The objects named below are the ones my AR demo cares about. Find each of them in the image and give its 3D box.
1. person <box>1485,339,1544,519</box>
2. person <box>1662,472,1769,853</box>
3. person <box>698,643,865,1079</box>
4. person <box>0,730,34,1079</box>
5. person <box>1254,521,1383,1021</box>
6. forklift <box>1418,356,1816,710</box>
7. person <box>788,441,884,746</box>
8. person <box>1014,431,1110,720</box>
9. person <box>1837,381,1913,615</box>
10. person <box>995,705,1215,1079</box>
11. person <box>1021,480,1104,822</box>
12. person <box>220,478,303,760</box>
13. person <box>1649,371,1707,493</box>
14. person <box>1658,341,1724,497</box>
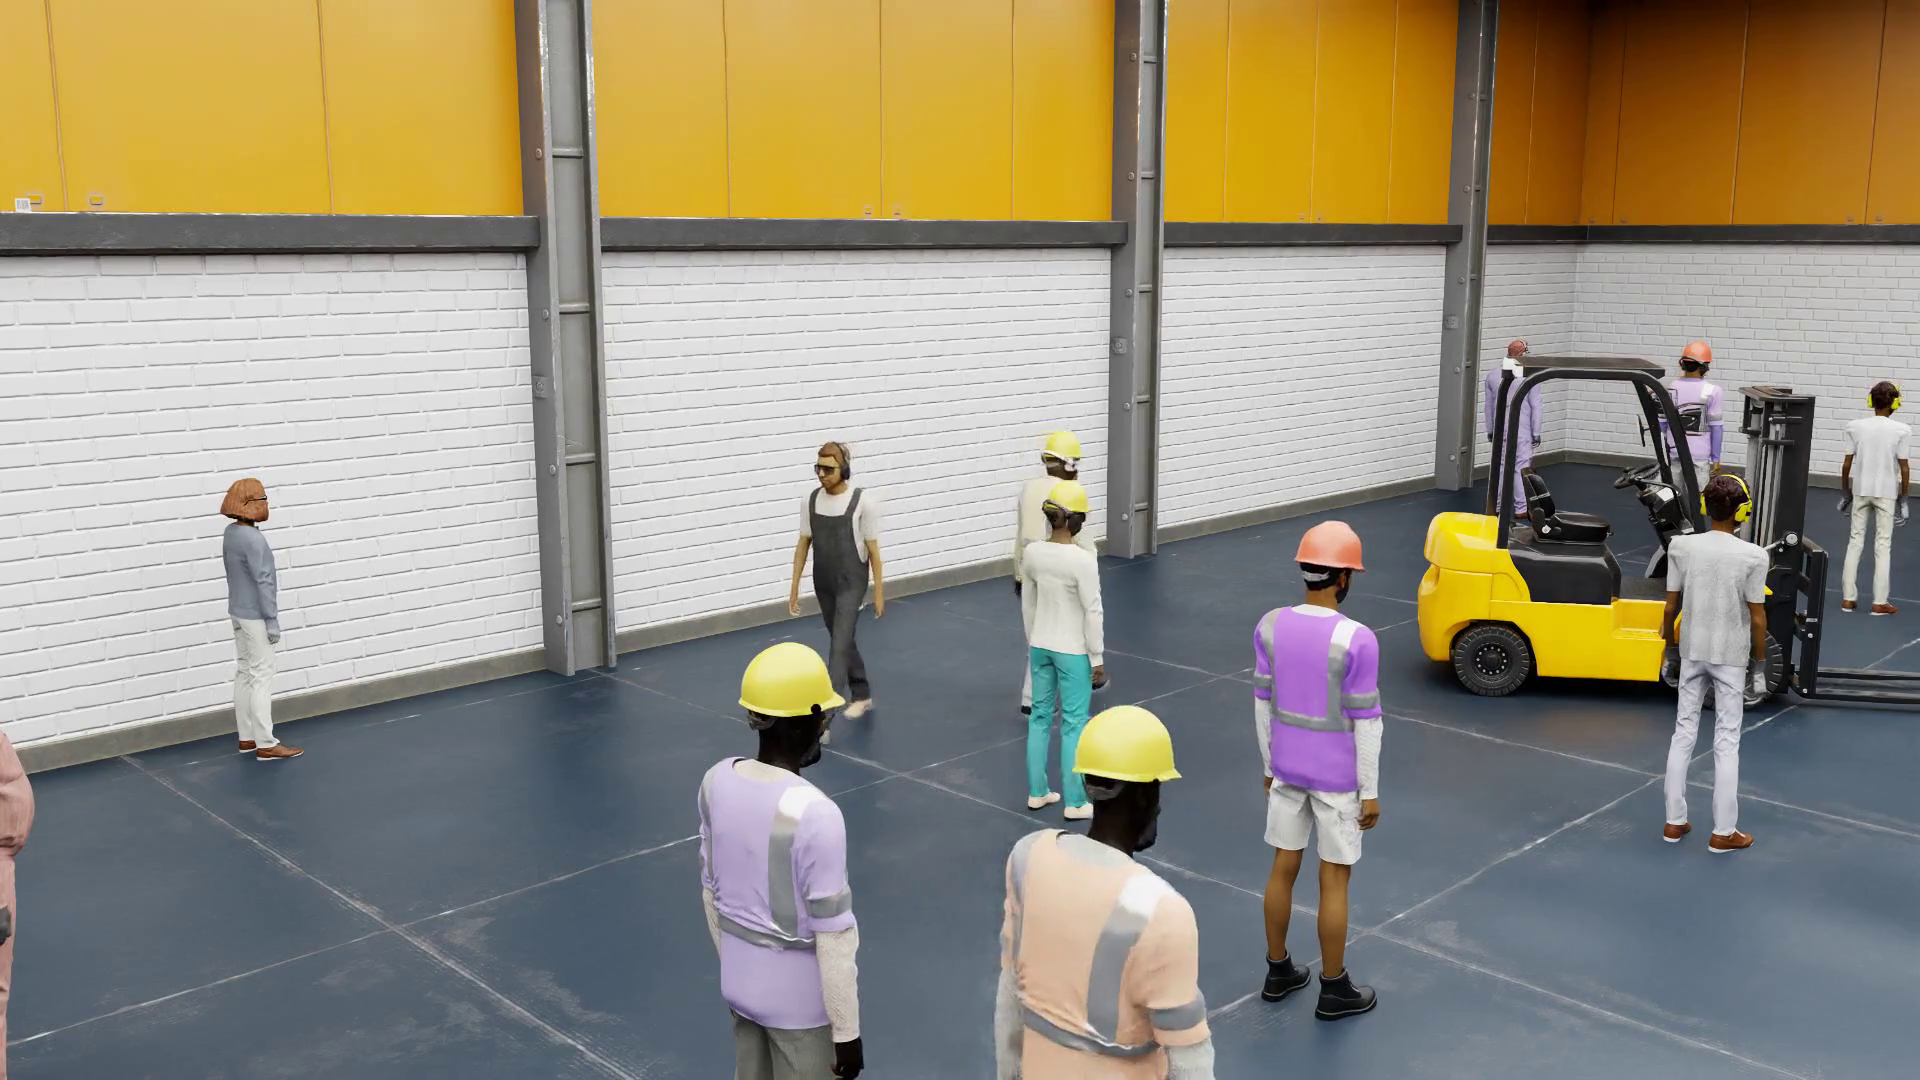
[{"bbox_3d":[5.912,-1.177,17.731,0.409,1.909,0.641,-10,14,-44],"label":"person"},{"bbox_3d":[3.705,0.596,8.159,0.329,1.872,0.508,-10,14,-44],"label":"person"},{"bbox_3d":[-0.473,1.225,4.574,0.365,1.928,0.586,-10,14,-44],"label":"person"},{"bbox_3d":[-3.215,1.085,5.395,0.409,1.909,0.641,-10,14,-44],"label":"person"},{"bbox_3d":[1.391,0.883,6.422,0.363,1.933,0.543,-10,14,-44],"label":"person"},{"bbox_3d":[4.276,-0.101,11.076,2.313,2.155,1.214,2,11,13],"label":"forklift"},{"bbox_3d":[-0.758,0.292,10.035,0.545,1.789,0.996,5,12,27],"label":"person"},{"bbox_3d":[0.691,0.212,10.468,0.880,1.786,0.629,-7,12,-32],"label":"person"},{"bbox_3d":[7.276,-0.329,13.252,0.561,1.860,0.335,10,14,44],"label":"person"},{"bbox_3d":[0.424,1.333,4.069,0.804,1.887,0.626,-7,13,-35],"label":"person"},{"bbox_3d":[0.541,0.569,8.602,0.317,1.765,0.522,-10,14,-44],"label":"person"},{"bbox_3d":[-4.059,0.452,9.591,0.285,1.633,0.497,-10,14,-44],"label":"person"},{"bbox_3d":[8.312,-1.255,19.005,0.799,1.606,0.520,3,11,14],"label":"person"},{"bbox_3d":[6.713,-0.803,15.317,0.372,2.044,0.607,-10,14,-44],"label":"person"}]
